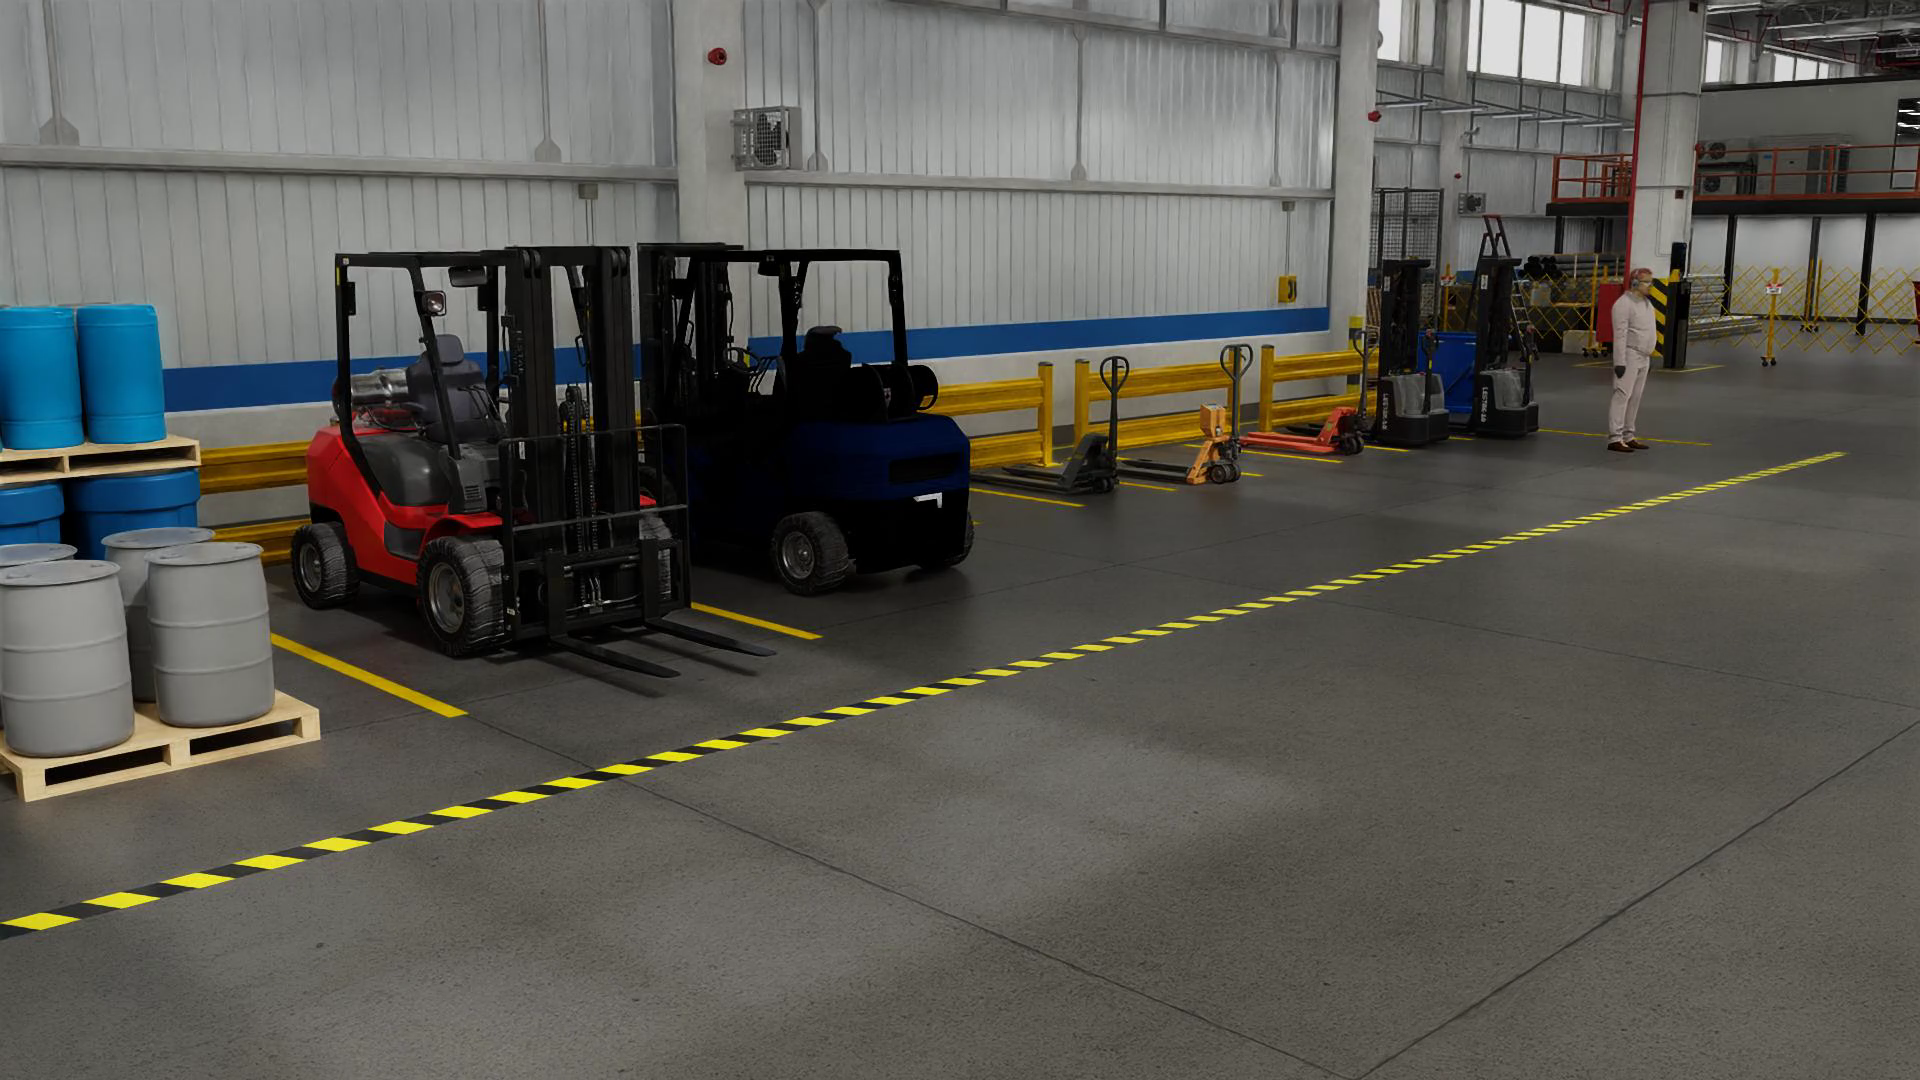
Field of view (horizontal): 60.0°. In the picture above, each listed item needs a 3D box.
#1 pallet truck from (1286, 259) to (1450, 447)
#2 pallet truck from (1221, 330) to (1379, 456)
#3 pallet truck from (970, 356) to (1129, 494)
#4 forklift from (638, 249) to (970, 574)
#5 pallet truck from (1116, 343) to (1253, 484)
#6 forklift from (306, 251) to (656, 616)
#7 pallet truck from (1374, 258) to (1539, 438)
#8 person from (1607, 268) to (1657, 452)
[{"bbox_3d":[4.493,-2.078,18.196,0.823,1.965,1.885,-9,14,-40],"label":"pallet truck"},{"bbox_3d":[3.563,-1.581,17.381,0.653,1.274,1.630,-10,14,-44],"label":"pallet truck"},{"bbox_3d":[0.784,-1.085,14.876,0.680,1.201,1.601,-10,14,-44],"label":"pallet truck"},{"bbox_3d":[-1.173,-0.958,11.239,2.680,1.987,1.157,10,14,43],"label":"forklift"},{"bbox_3d":[1.962,-1.215,15.415,1.522,1.261,0.704,10,14,43],"label":"pallet truck"},{"bbox_3d":[-2.833,-0.669,9.694,1.157,1.987,2.680,-10,14,-44],"label":"forklift"},{"bbox_3d":[5.704,-2.208,18.901,1.885,1.965,0.823,10,14,43],"label":"pallet truck"},{"bbox_3d":[7.025,-1.870,17.316,0.651,1.904,0.403,-10,14,-42],"label":"person"}]
